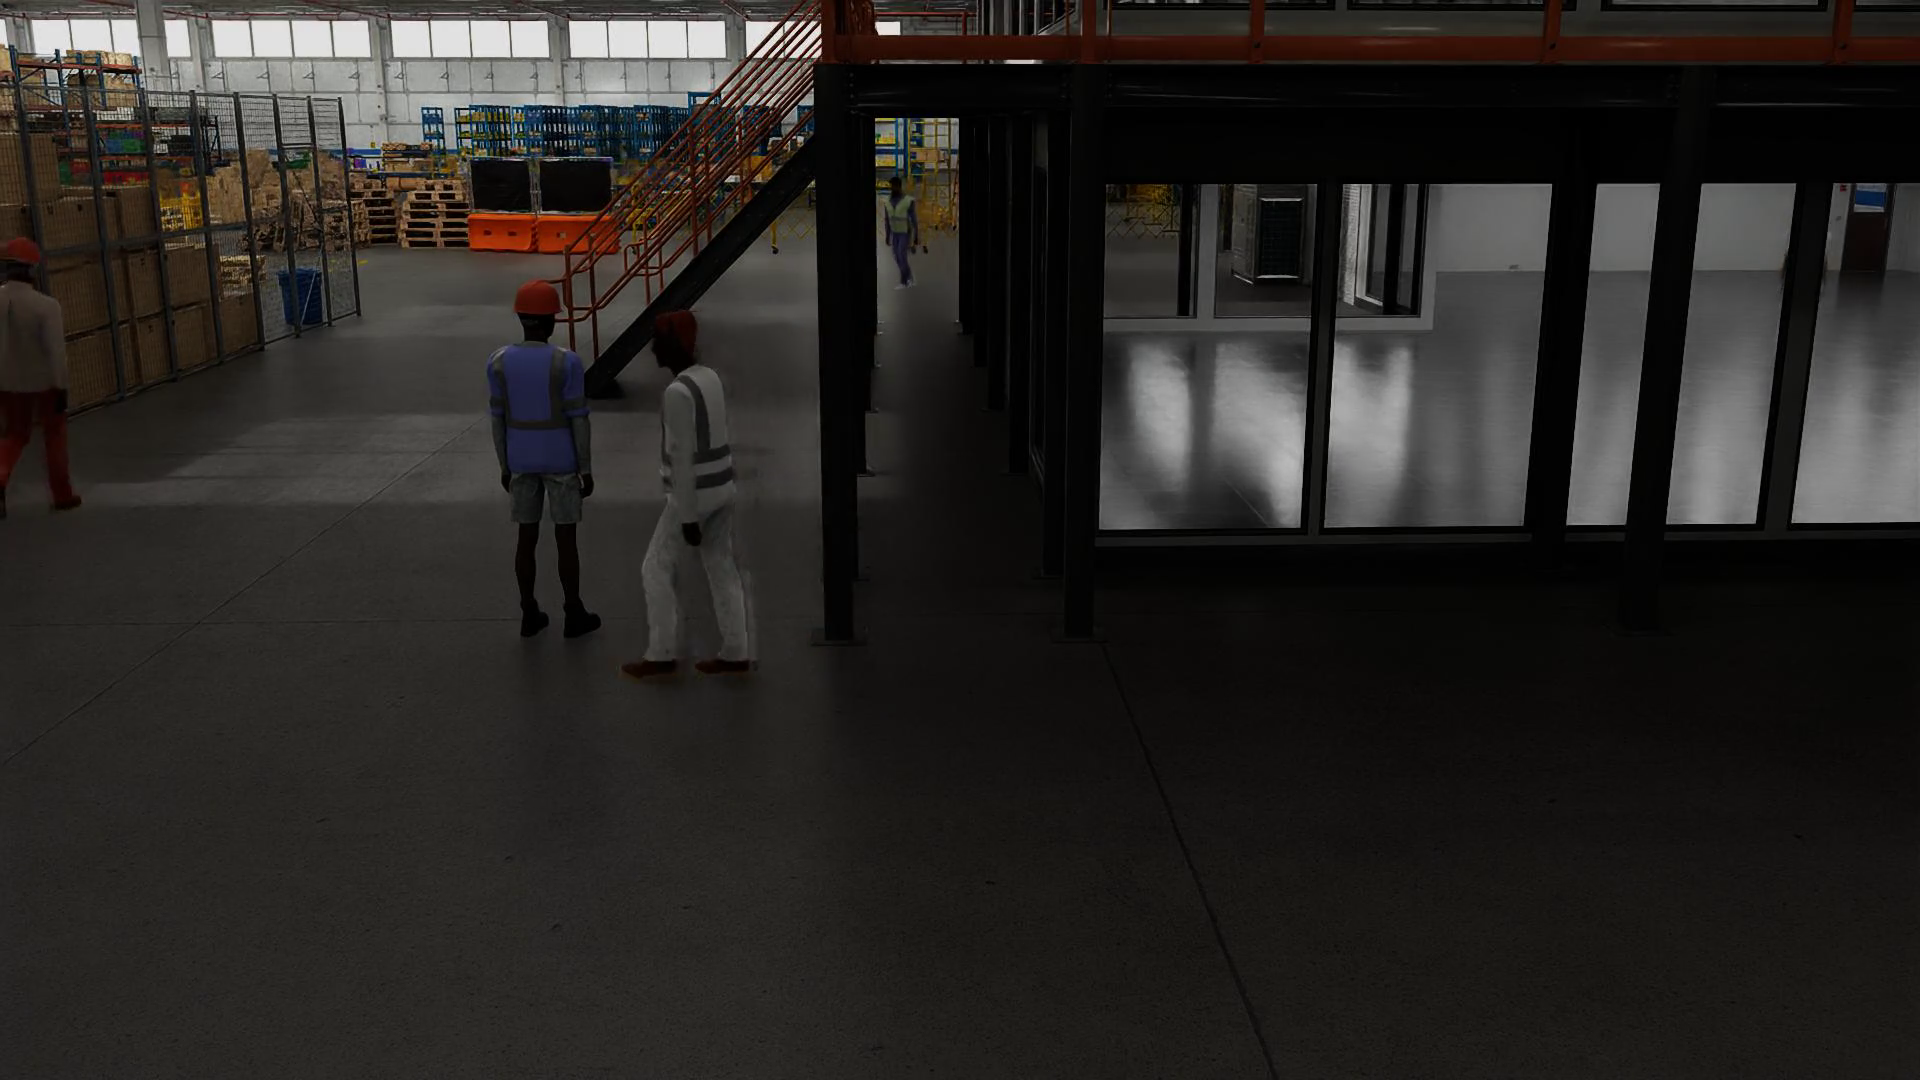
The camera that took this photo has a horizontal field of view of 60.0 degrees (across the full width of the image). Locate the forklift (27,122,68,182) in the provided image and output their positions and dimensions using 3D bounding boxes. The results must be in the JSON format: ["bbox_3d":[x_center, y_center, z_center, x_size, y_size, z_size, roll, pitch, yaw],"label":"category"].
[{"bbox_3d":[-35.376,-14.773,64.377,1.129,2.768,1.873,-1,14,-2],"label":"forklift"}]

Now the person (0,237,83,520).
[{"bbox_3d":[-6.526,-1.105,11.595,0.630,1.976,0.754,1,14,4],"label":"person"}]

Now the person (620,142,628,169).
[{"bbox_3d":[-17.198,-19.413,85.087,0.457,1.819,0.607,-1,14,-5],"label":"person"}]

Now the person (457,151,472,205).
[{"bbox_3d":[-16.846,-12.304,56.640,0.404,1.831,0.599,6,15,23],"label":"person"}]

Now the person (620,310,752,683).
[{"bbox_3d":[-1.397,-0.204,8.228,0.766,1.859,0.599,4,15,14],"label":"person"}]

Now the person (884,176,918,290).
[{"bbox_3d":[-0.949,-5.179,28.050,0.615,1.888,0.635,10,17,34],"label":"person"}]

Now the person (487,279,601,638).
[{"bbox_3d":[-2.228,-0.427,8.950,0.550,1.937,0.360,2,14,9],"label":"person"}]

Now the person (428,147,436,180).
[{"bbox_3d":[-23.368,-16.495,73.551,0.504,1.753,0.528,1,14,3],"label":"person"}]

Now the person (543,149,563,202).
[{"bbox_3d":[-14.536,-13.010,59.364,0.647,1.881,0.863,2,14,9],"label":"person"}]

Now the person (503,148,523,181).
[{"bbox_3d":[-14.617,-11.825,54.442,0.602,1.981,1.072,-2,14,-8],"label":"person"}]

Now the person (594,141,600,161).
[{"bbox_3d":[-18.049,-19.077,83.377,0.388,1.992,0.622,9,17,33],"label":"person"}]
